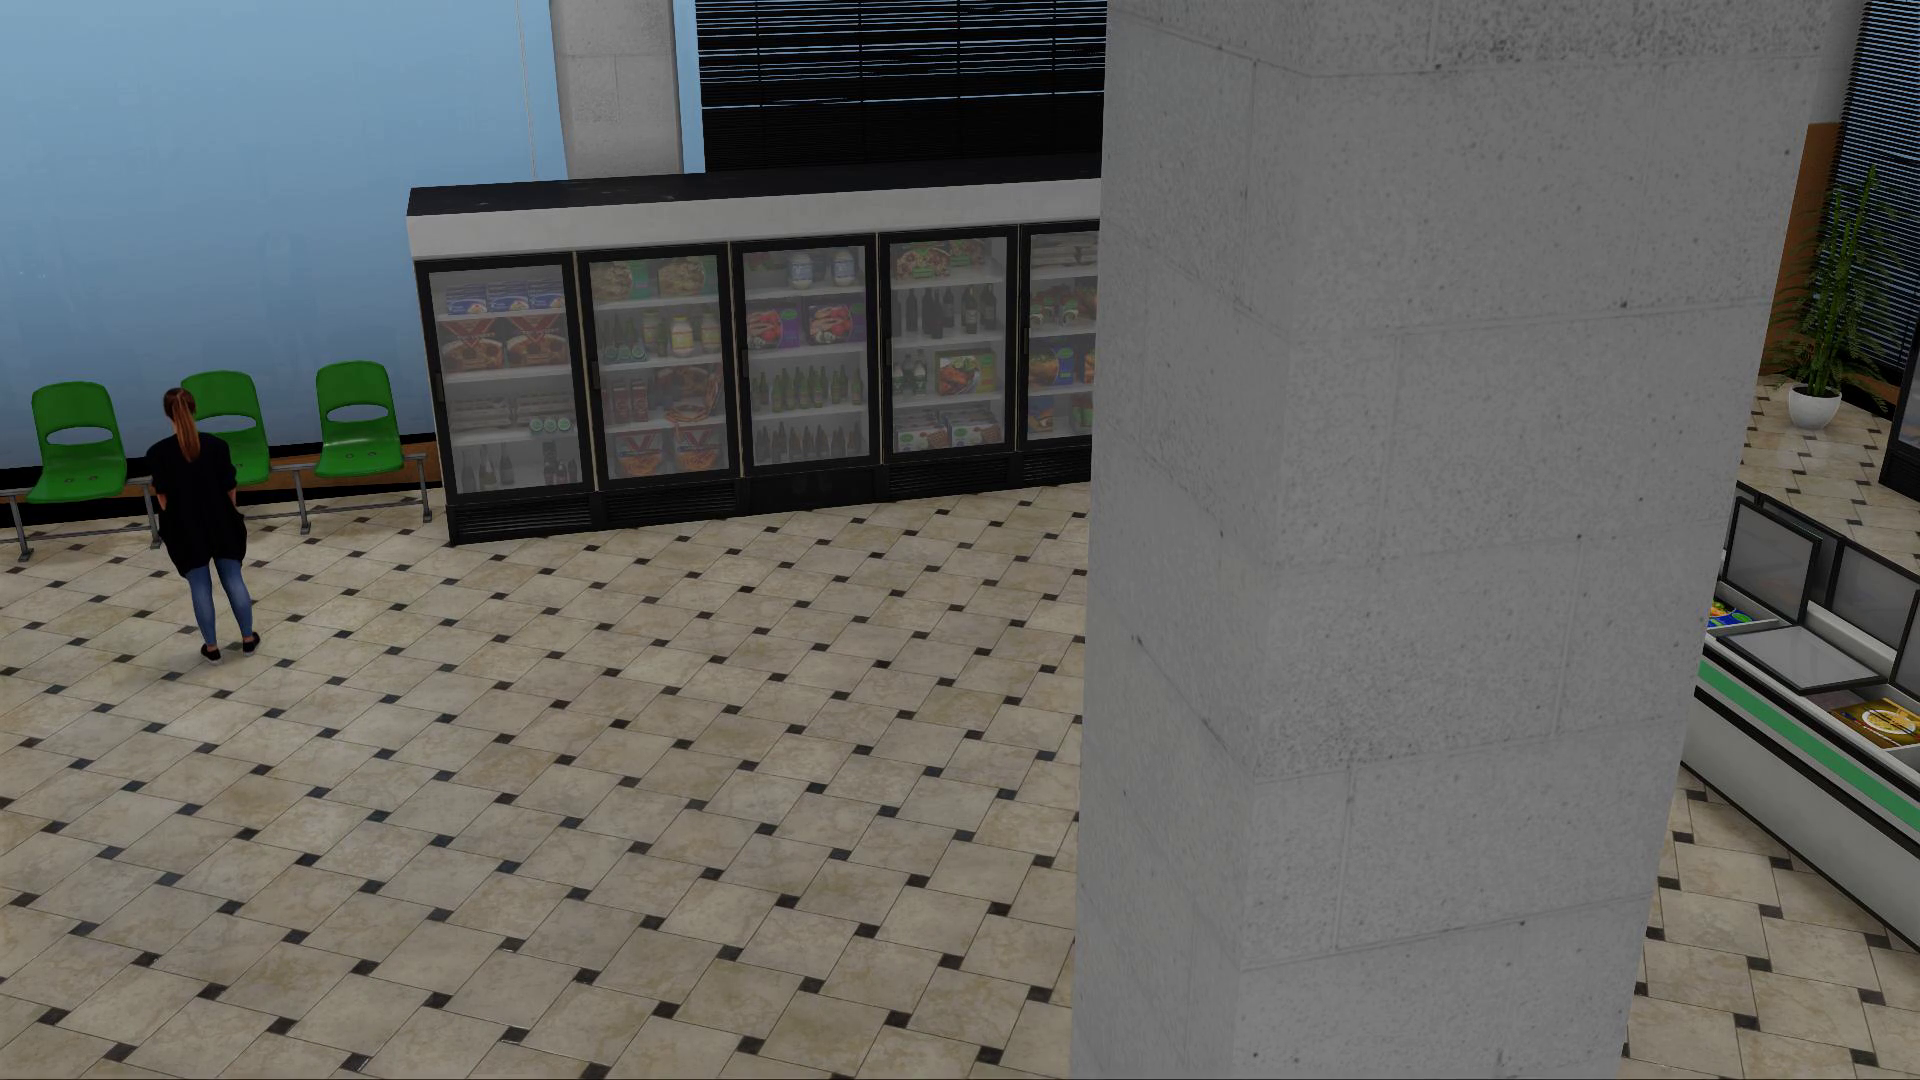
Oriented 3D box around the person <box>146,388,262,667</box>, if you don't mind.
[{"bbox_3d":[-4.408,-0.079,9.684,0.681,1.683,0.636,-12,26,-26],"label":"person"}]
